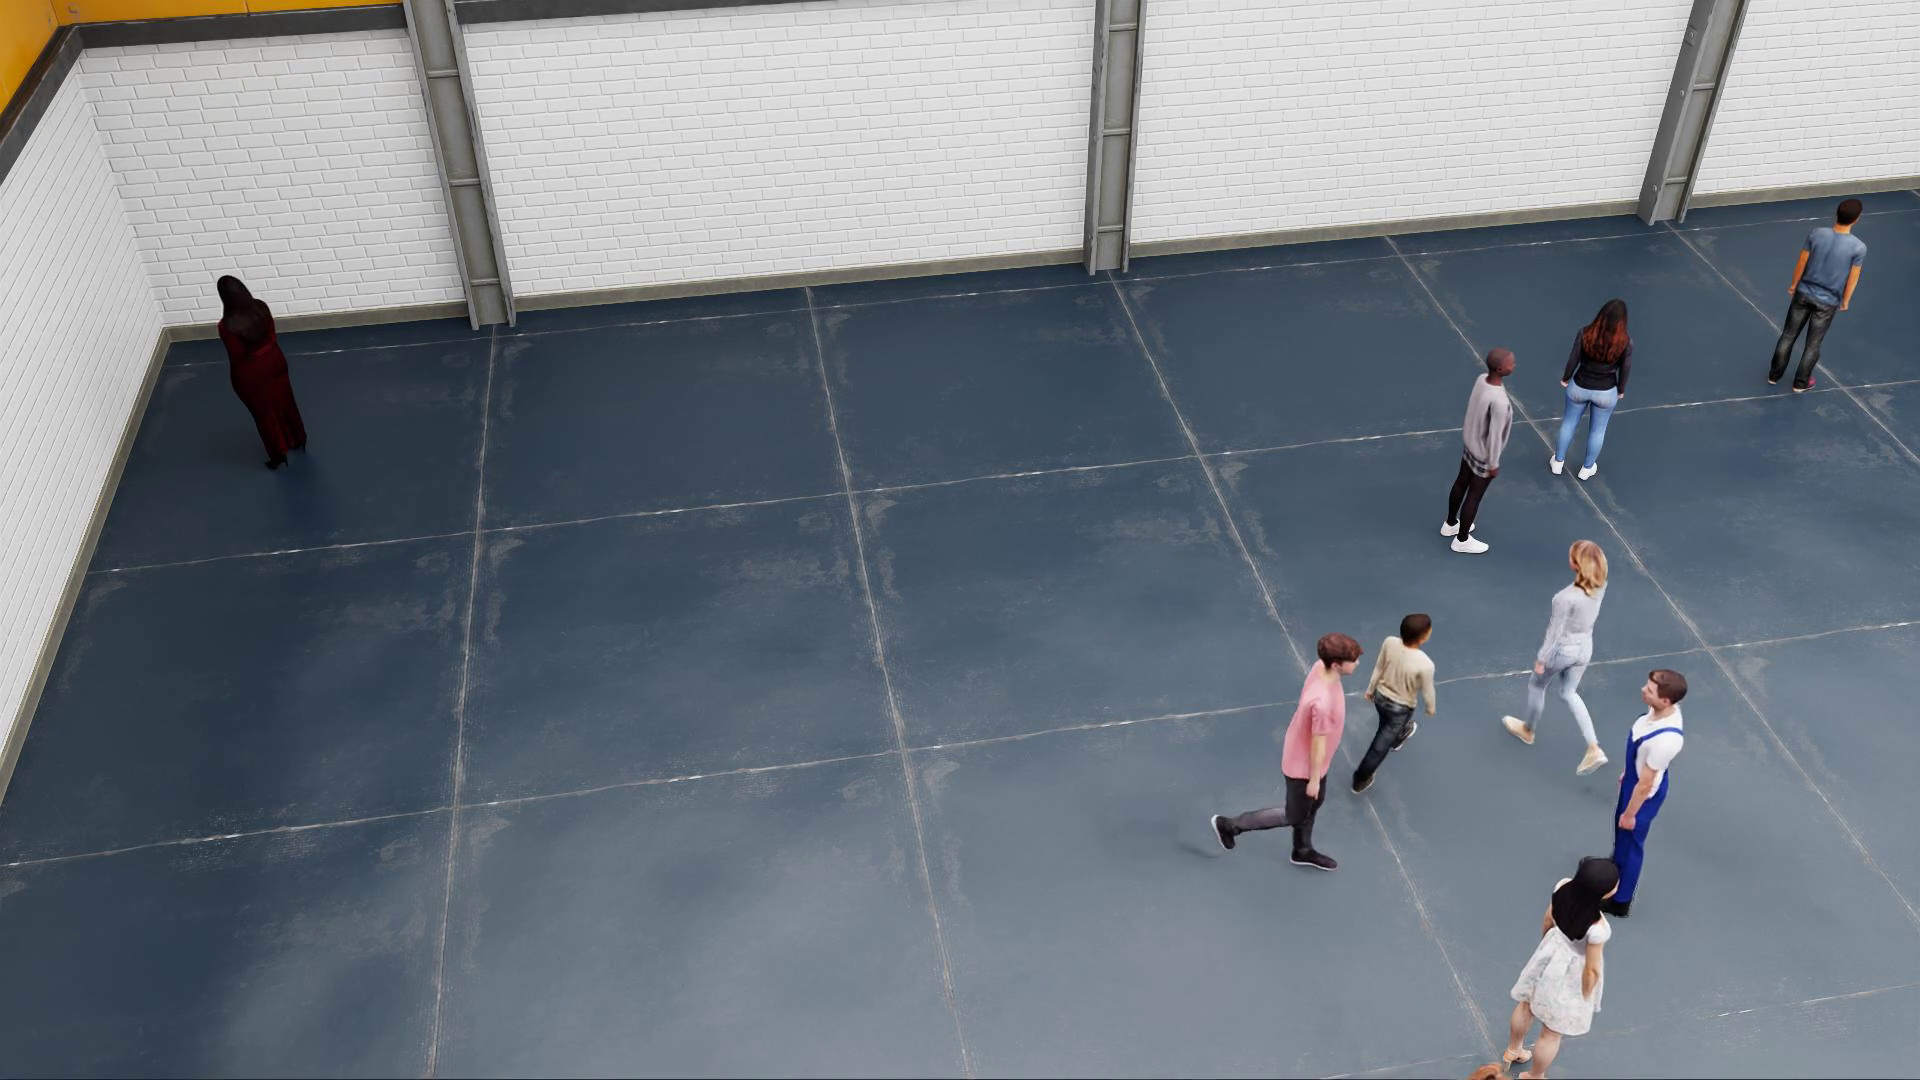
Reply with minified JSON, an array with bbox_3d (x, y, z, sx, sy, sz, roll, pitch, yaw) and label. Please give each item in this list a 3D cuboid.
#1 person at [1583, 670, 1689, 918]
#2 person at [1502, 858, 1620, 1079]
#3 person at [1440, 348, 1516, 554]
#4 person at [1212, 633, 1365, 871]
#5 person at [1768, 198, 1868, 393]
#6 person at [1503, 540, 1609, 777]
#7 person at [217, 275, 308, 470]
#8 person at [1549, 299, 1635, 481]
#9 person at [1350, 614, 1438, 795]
[{"bbox_3d":[4.062,1.488,9.909,0.743,1.847,0.719,11,40,14],"label":"person"},{"bbox_3d":[3.232,2.327,8.917,0.658,1.774,0.667,-11,40,-13],"label":"person"},{"bbox_3d":[3.967,-0.700,12.710,0.538,1.771,0.620,-4,39,-5],"label":"person"},{"bbox_3d":[2.009,1.301,10.072,1.136,1.937,0.883,8,39,9],"label":"person"},{"bbox_3d":[7.469,-2.136,14.477,0.726,1.809,0.758,28,46,30],"label":"person"},{"bbox_3d":[4.023,0.789,10.846,1.065,1.770,0.932,-22,43,-25],"label":"person"},{"bbox_3d":[-5.705,-1.379,13.574,0.787,1.753,0.765,15,41,18],"label":"person"},{"bbox_3d":[5.134,-1.230,13.483,0.695,1.634,0.794,16,41,19],"label":"person"},{"bbox_3d":[2.753,1.090,10.734,1.030,1.439,0.845,-30,47,-32],"label":"person"}]
